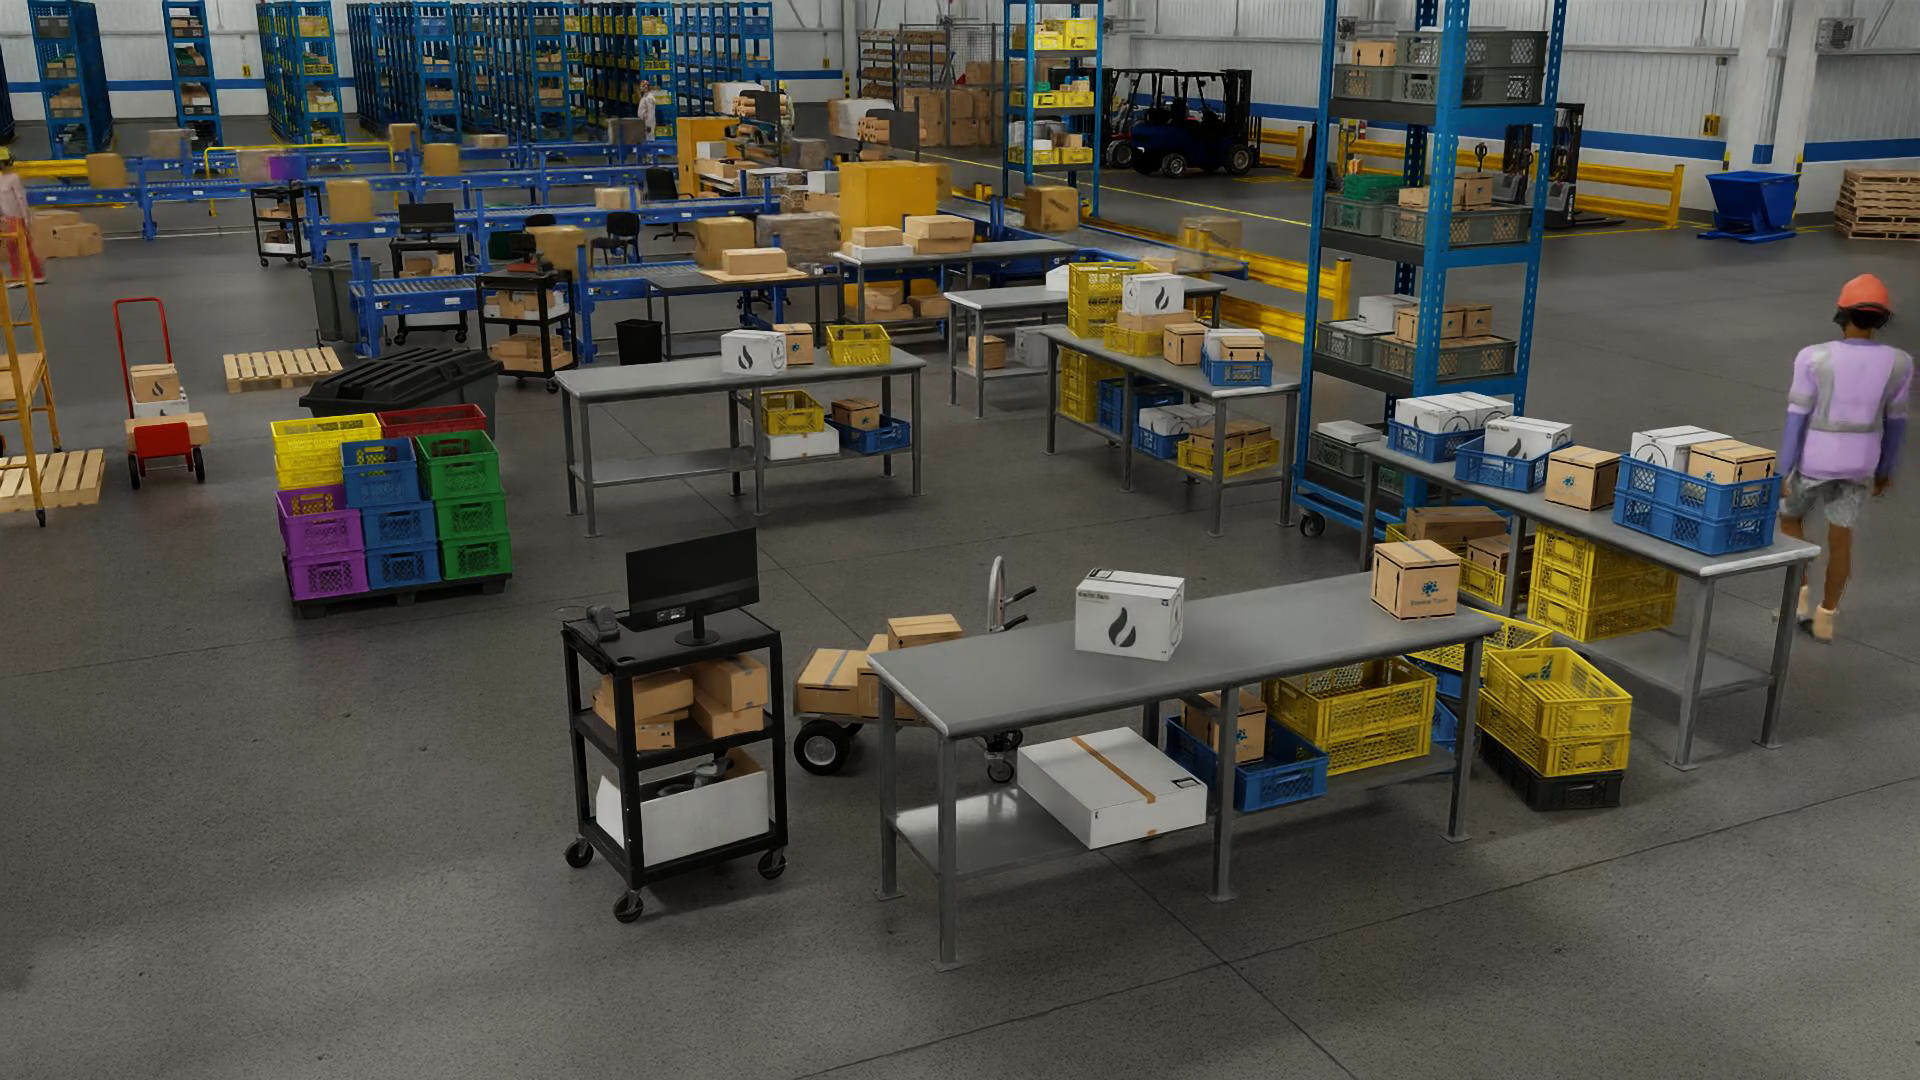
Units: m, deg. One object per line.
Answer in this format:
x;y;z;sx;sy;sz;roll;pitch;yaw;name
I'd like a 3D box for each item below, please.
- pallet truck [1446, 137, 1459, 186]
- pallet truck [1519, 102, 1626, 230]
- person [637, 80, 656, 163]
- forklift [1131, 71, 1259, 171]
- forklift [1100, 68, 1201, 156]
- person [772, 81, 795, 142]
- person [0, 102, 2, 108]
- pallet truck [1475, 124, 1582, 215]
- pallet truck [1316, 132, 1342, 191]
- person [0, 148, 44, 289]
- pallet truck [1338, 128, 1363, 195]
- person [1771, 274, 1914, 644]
9.184;-6.485;29.328;1.630;1.274;0.653;-8;19;-23;pallet truck
9.972;-6.037;26.785;1.885;1.965;0.823;-9;20;-25;pallet truck
-7.028;-9.343;37.350;0.409;1.909;0.643;-6;19;-19;person
4.998;-8.936;35.413;2.680;1.987;1.157;-9;20;-25;forklift
4.082;-9.564;37.410;2.680;1.987;1.157;-8;19;-23;forklift
-4.091;-9.665;38.481;0.591;1.833;0.403;5;18;15;person
-27.999;-12.818;48.387;0.389;1.850;0.566;0;18;0;person
9.707;-6.455;28.103;1.885;1.965;0.823;-7;19;-20;pallet truck
7.723;-7.504;32.656;1.601;1.201;0.680;-8;19;-23;pallet truck
-11.984;-4.040;20.902;0.543;1.735;0.719;12;21;34;person
7.845;-7.140;31.411;1.522;1.261;0.704;-9;20;-25;pallet truck
4.787;-0.441;9.113;0.631;2.020;0.540;3;18;8;person
